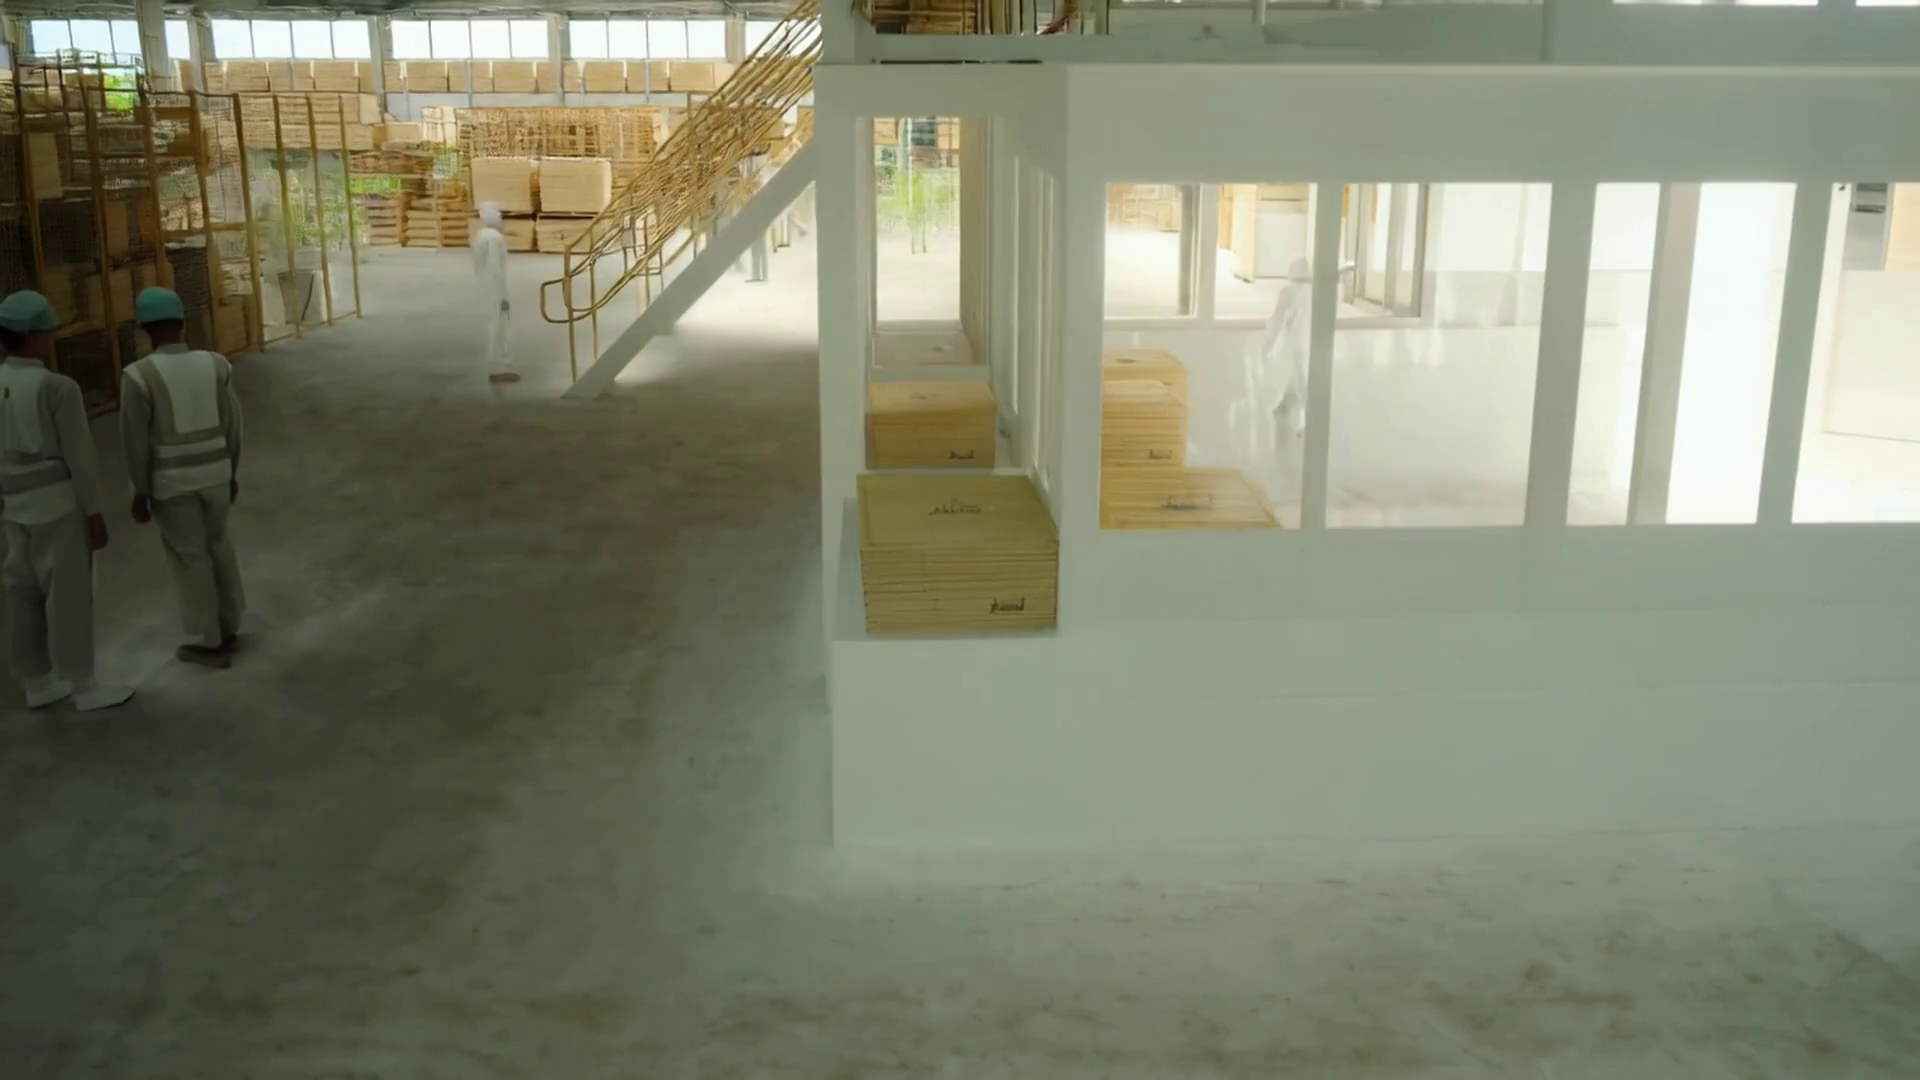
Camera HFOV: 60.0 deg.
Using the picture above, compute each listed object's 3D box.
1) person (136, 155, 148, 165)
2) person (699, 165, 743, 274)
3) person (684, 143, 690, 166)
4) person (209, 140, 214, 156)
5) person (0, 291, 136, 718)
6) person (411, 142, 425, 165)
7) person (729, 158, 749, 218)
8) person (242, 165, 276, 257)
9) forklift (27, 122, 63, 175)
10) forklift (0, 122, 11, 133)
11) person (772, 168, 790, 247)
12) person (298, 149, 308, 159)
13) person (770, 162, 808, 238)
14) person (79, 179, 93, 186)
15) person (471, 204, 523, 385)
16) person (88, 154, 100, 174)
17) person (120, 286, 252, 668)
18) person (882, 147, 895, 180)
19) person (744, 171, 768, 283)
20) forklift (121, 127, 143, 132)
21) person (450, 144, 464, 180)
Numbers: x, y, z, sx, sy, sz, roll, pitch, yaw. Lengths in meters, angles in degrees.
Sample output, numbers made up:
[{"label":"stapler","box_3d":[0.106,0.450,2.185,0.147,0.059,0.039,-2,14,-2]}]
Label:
[{"label":"person","box_3d":[-34.409,-15.731,70.145,0.612,1.929,0.819,-5,15,-20]},{"label":"person","box_3d":[-4.436,-5.922,30.704,0.884,2.000,0.685,3,14,10]},{"label":"person","box_3d":[-12.898,-17.949,79.197,0.404,1.830,0.602,7,15,25]},{"label":"person","box_3d":[-41.441,-21.220,92.154,0.972,1.884,0.571,1,14,5]},{"label":"person","box_3d":[-4.248,-0.156,7.750,0.622,1.992,0.395,3,14,13]},{"label":"person","box_3d":[-26.271,-18.336,80.626,0.665,1.887,0.650,-13,19,-43]},{"label":"person","box_3d":[-6.310,-10.317,48.790,1.015,1.802,0.481,1,14,4]},{"label":"person","box_3d":[-14.757,-6.896,34.891,0.983,1.898,0.552,10,17,34]},{"label":"forklift","box_3d":[-35.376,-14.773,64.377,1.129,2.768,1.873,-1,14,-2]},{"label":"forklift","box_3d":[-37.568,-14.980,65.204,1.129,2.768,1.873,-1,14,-2]},{"label":"person","box_3d":[-4.060,-7.517,37.654,0.327,1.761,0.522,-14,19,-43]},{"label":"person","box_3d":[-29.343,-16.743,74.486,0.957,1.788,0.597,1,14,3]},{"label":"person","box_3d":[-4.166,-8.232,40.333,0.879,1.856,0.586,0,14,0]},{"label":"person","box_3d":[-12.073,-4.015,23.214,1.061,1.986,0.610,-5,15,-18]},{"label":"person","box_3d":[-4.995,-2.624,17.828,0.342,1.902,0.747,-11,18,-37]},{"label":"person","box_3d":[-32.717,-13.817,62.976,0.543,1.679,0.607,10,17,34]},{"label":"person","box_3d":[-3.960,-0.317,8.497,0.402,1.943,0.609,8,16,29]},{"label":"person","box_3d":[-3.238,-16.925,74.779,0.623,1.990,0.392,6,15,24]},{"label":"person","box_3d":[-3.589,-5.469,29.123,0.369,1.928,0.586,9,17,33]},{"label":"forklift","box_3d":[-38.902,-18.283,78.406,1.129,2.768,1.873,-1,14,-2]},{"label":"person","box_3d":[-22.572,-16.824,74.674,0.570,1.845,0.384,-6,15,-24]}]
